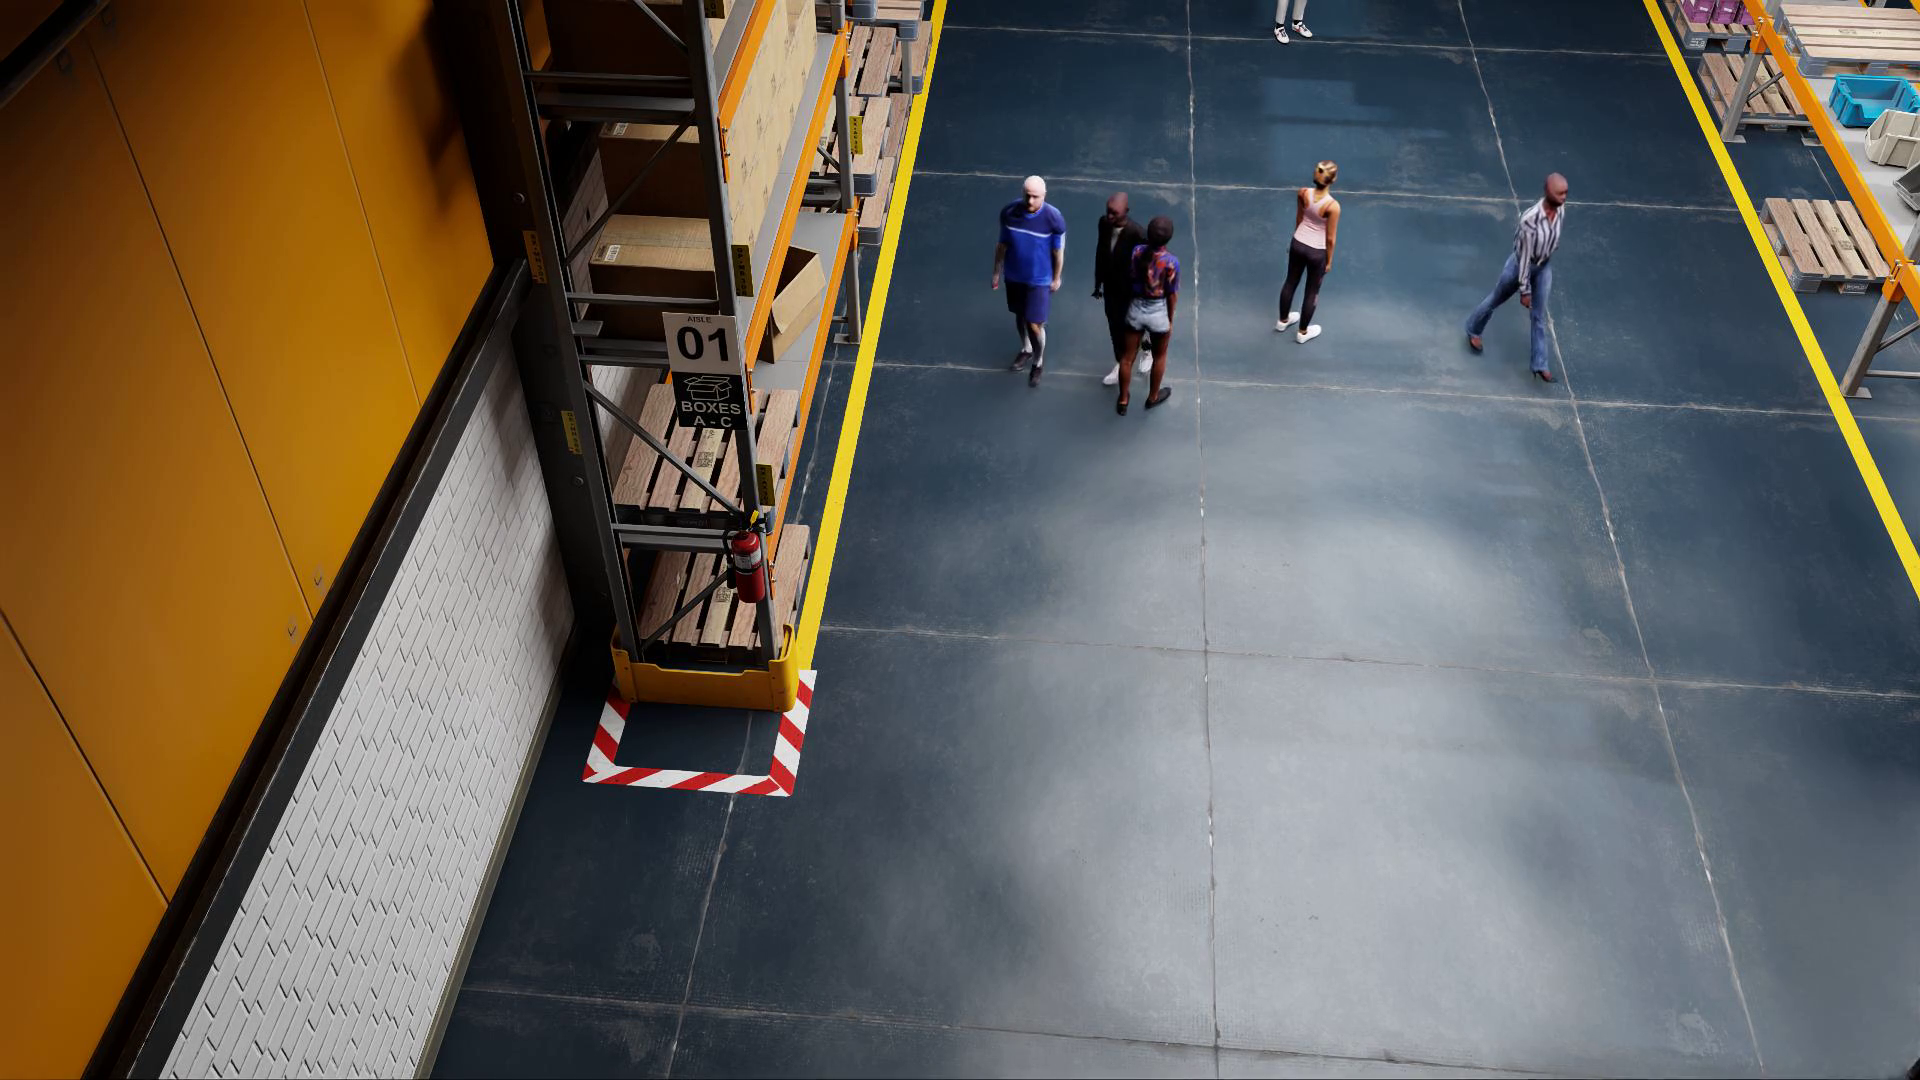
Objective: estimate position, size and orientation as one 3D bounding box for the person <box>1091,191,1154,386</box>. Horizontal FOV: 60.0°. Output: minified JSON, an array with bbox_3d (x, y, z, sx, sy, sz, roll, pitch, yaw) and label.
[{"bbox_3d":[1.353,-2.006,13.047,0.910,1.742,0.971,34,53,30],"label":"person"}]

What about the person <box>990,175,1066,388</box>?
[{"bbox_3d":[0.580,-2.123,13.110,0.791,1.825,0.803,20,47,19],"label":"person"}]

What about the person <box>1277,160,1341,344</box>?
[{"bbox_3d":[2.831,-2.353,13.480,0.638,1.648,0.685,34,53,30],"label":"person"}]

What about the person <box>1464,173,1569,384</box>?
[{"bbox_3d":[4.399,-2.134,13.182,1.086,1.741,1.259,-21,48,-21],"label":"person"}]

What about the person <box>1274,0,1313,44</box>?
[{"bbox_3d":[3.580,-6.155,17.249,0.798,1.954,0.785,-18,47,-18],"label":"person"}]

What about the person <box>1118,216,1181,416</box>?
[{"bbox_3d":[1.424,-1.687,12.718,0.716,1.734,0.778,18,46,18],"label":"person"}]
